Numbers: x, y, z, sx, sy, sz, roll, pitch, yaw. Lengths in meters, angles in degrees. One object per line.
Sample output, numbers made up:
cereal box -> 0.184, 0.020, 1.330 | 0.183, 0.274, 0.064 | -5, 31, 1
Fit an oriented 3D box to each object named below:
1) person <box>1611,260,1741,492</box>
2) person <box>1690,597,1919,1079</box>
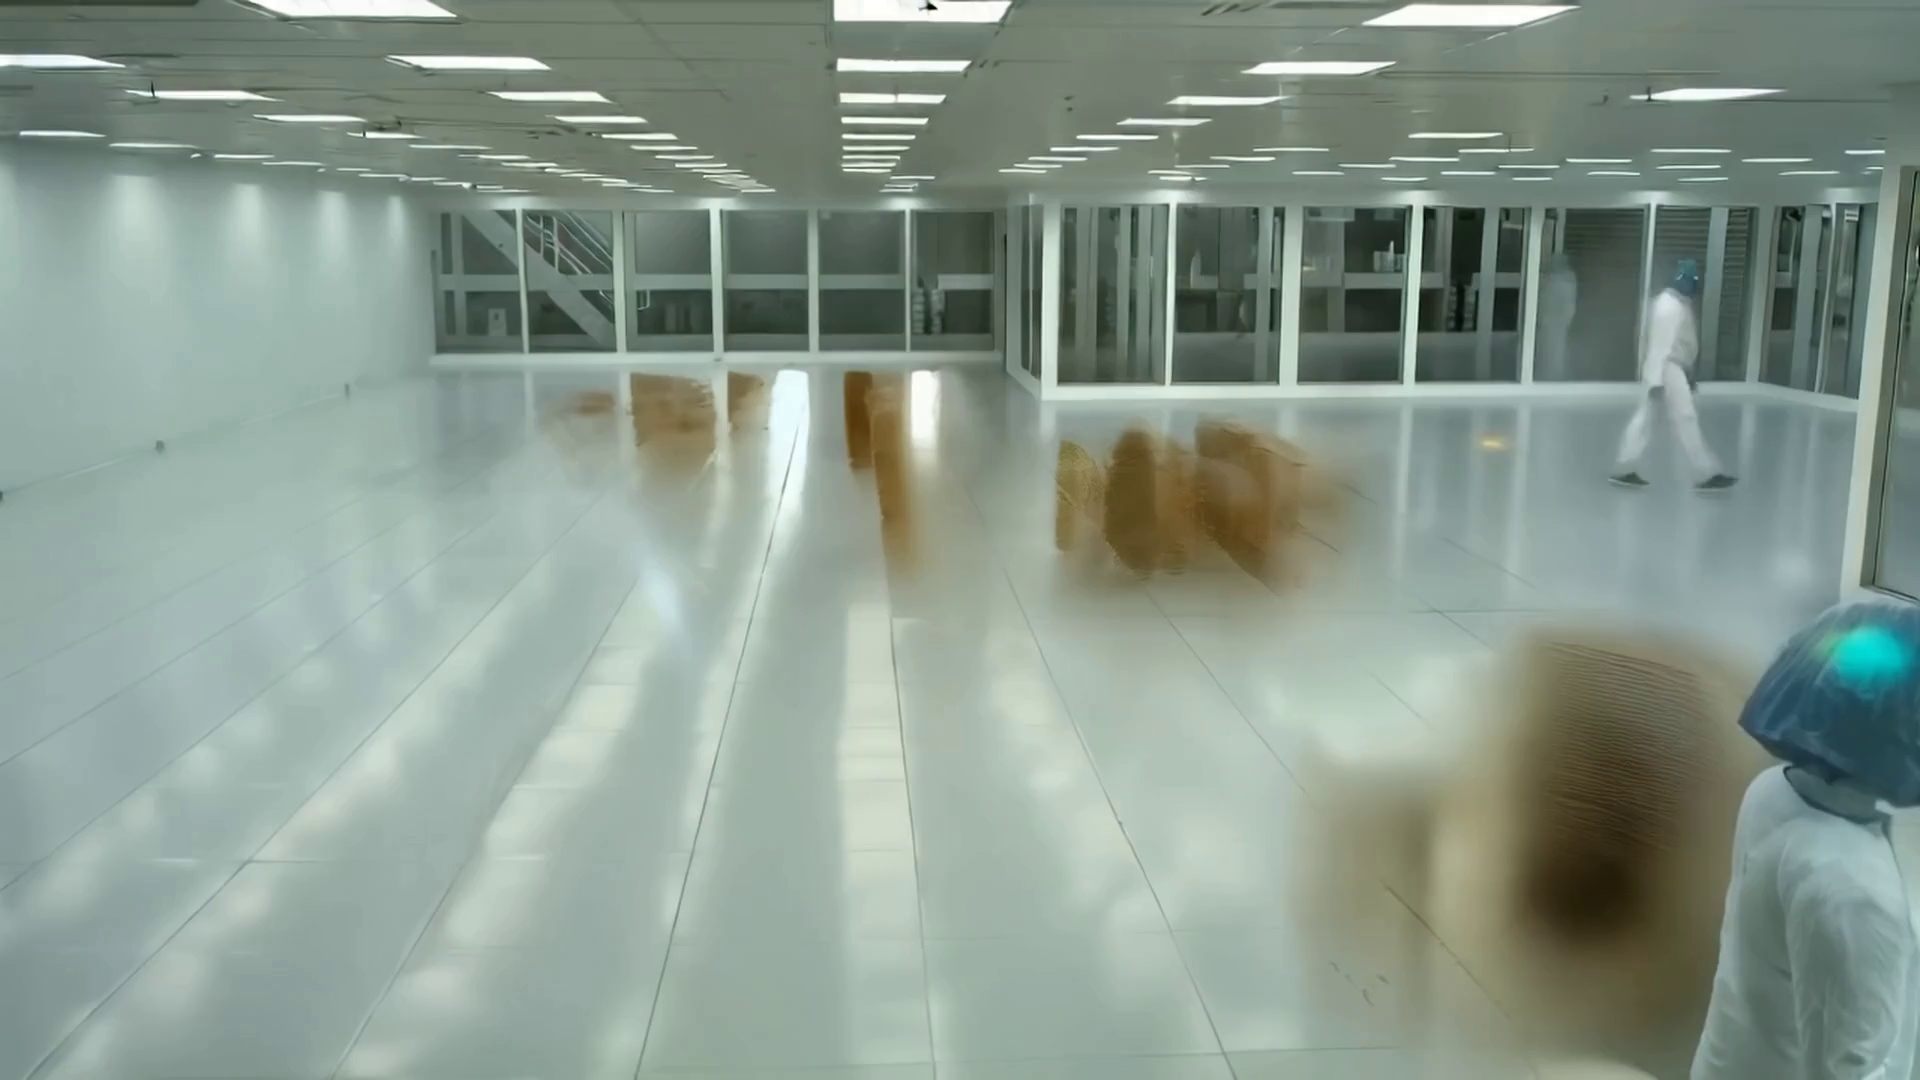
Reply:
person -> 5.794, -1.317, 13.409 | 0.983, 1.853, 0.660 | 4, 11, 21
person -> 1.136, 0.871, 2.259 | 0.288, 1.626, 0.497 | 3, 11, 14
